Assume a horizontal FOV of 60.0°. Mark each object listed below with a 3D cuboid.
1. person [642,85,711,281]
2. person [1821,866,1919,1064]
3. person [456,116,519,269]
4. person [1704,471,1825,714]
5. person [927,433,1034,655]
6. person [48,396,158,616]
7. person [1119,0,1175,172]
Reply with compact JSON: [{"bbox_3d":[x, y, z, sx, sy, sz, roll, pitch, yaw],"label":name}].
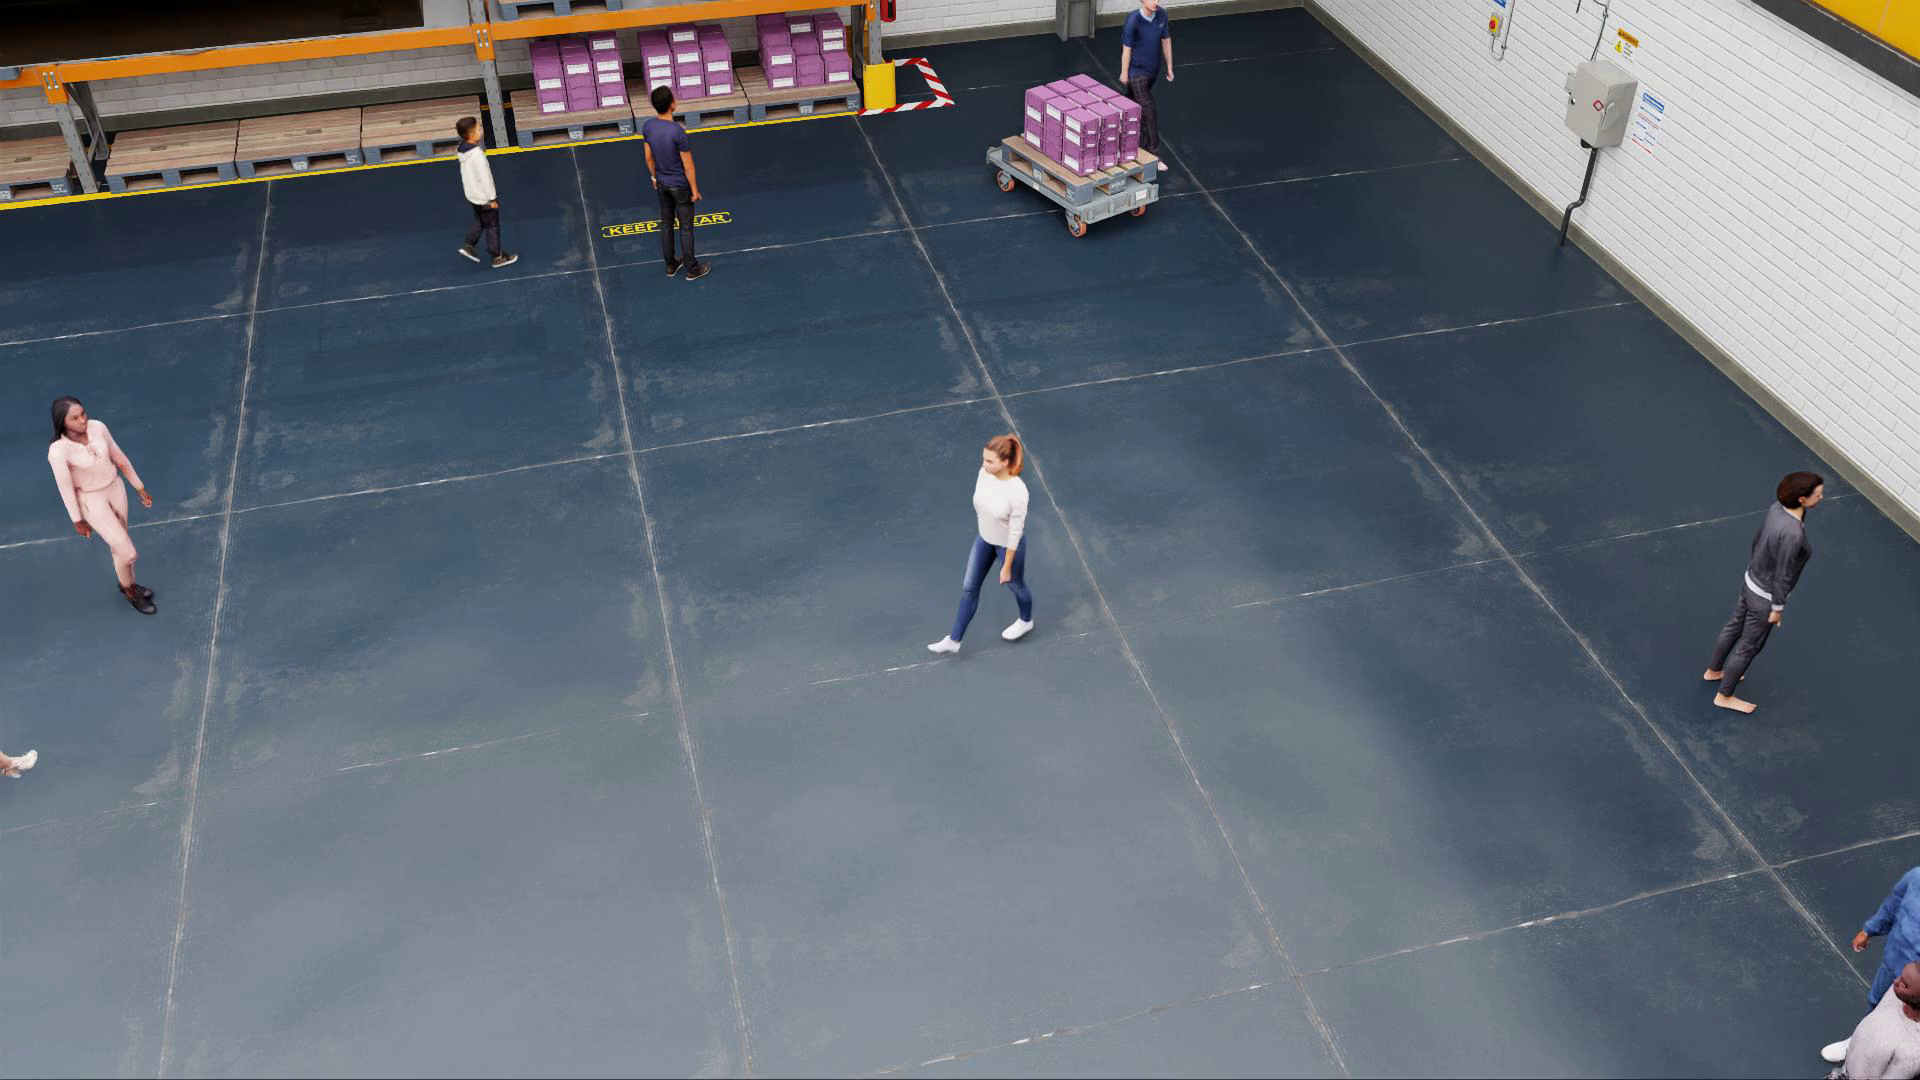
[{"bbox_3d":[-2.540,-3.150,14.701,0.692,1.793,0.771,17,42,20],"label":"person"},{"bbox_3d":[4.770,2.095,8.136,0.751,1.790,0.774,-2,39,-2],"label":"person"},{"bbox_3d":[-4.357,-3.091,14.907,0.827,1.444,0.743,-27,46,-29],"label":"person"},{"bbox_3d":[5.034,0.299,10.402,0.641,1.768,0.681,3,39,4],"label":"person"},{"bbox_3d":[0.341,0.014,10.824,1.132,1.687,0.896,-26,45,-28],"label":"person"},{"bbox_3d":[-5.810,-0.258,11.150,0.814,1.705,0.775,9,40,12],"label":"person"},{"bbox_3d":[1.760,-4.681,16.607,1.283,1.807,1.020,-23,44,-26],"label":"person"}]
